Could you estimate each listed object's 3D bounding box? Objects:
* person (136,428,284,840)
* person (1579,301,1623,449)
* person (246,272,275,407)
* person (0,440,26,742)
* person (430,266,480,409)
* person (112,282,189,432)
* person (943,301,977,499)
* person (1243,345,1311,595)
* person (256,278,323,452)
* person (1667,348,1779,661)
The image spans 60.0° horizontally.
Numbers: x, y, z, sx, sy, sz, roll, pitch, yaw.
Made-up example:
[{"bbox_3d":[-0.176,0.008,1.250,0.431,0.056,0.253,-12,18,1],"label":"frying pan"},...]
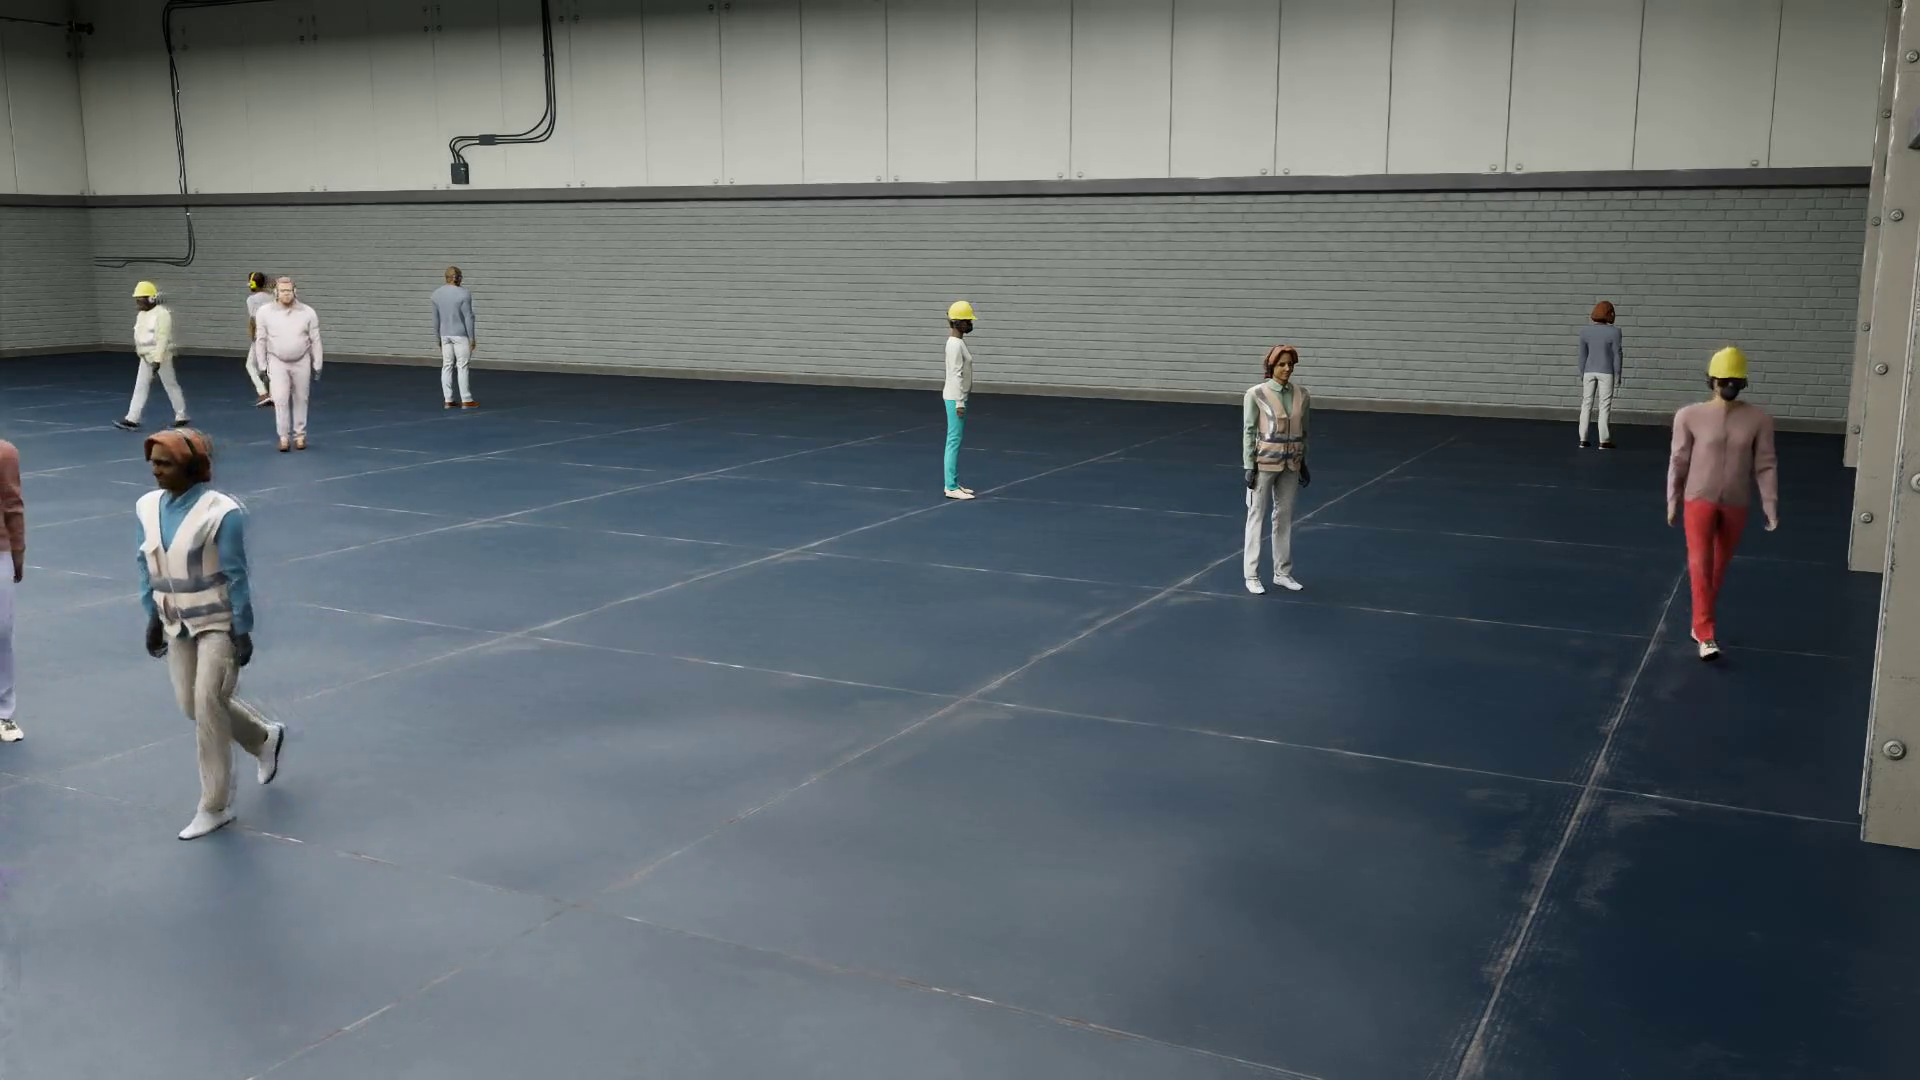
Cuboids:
[{"bbox_3d":[-2.988,0.334,6.705,0.517,1.615,0.661,4,11,21],"label":"person"},{"bbox_3d":[7.073,-1.820,18.379,0.286,1.633,0.500,-9,14,-41],"label":"person"},{"bbox_3d":[-9.564,-2.741,22.802,0.444,1.854,0.525,5,12,26],"label":"person"},{"bbox_3d":[-4.709,0.059,7.858,0.527,1.743,0.705,-8,13,-37],"label":"person"},{"bbox_3d":[-6.858,-2.743,22.593,0.627,1.935,0.371,4,11,18],"label":"person"},{"bbox_3d":[-9.712,-2.182,19.911,0.608,1.782,0.913,7,12,33],"label":"person"},{"bbox_3d":[0.001,-1.252,14.923,0.312,1.767,0.533,0,10,-1],"label":"person"},{"bbox_3d":[2.084,-0.466,10.981,0.515,1.641,0.309,-5,11,-25],"label":"person"},{"bbox_3d":[-7.270,-1.894,18.084,0.673,1.881,0.785,-5,12,-25],"label":"person"},{"bbox_3d":[4.225,-0.185,9.188,0.543,1.726,0.868,1,10,7],"label":"person"}]
